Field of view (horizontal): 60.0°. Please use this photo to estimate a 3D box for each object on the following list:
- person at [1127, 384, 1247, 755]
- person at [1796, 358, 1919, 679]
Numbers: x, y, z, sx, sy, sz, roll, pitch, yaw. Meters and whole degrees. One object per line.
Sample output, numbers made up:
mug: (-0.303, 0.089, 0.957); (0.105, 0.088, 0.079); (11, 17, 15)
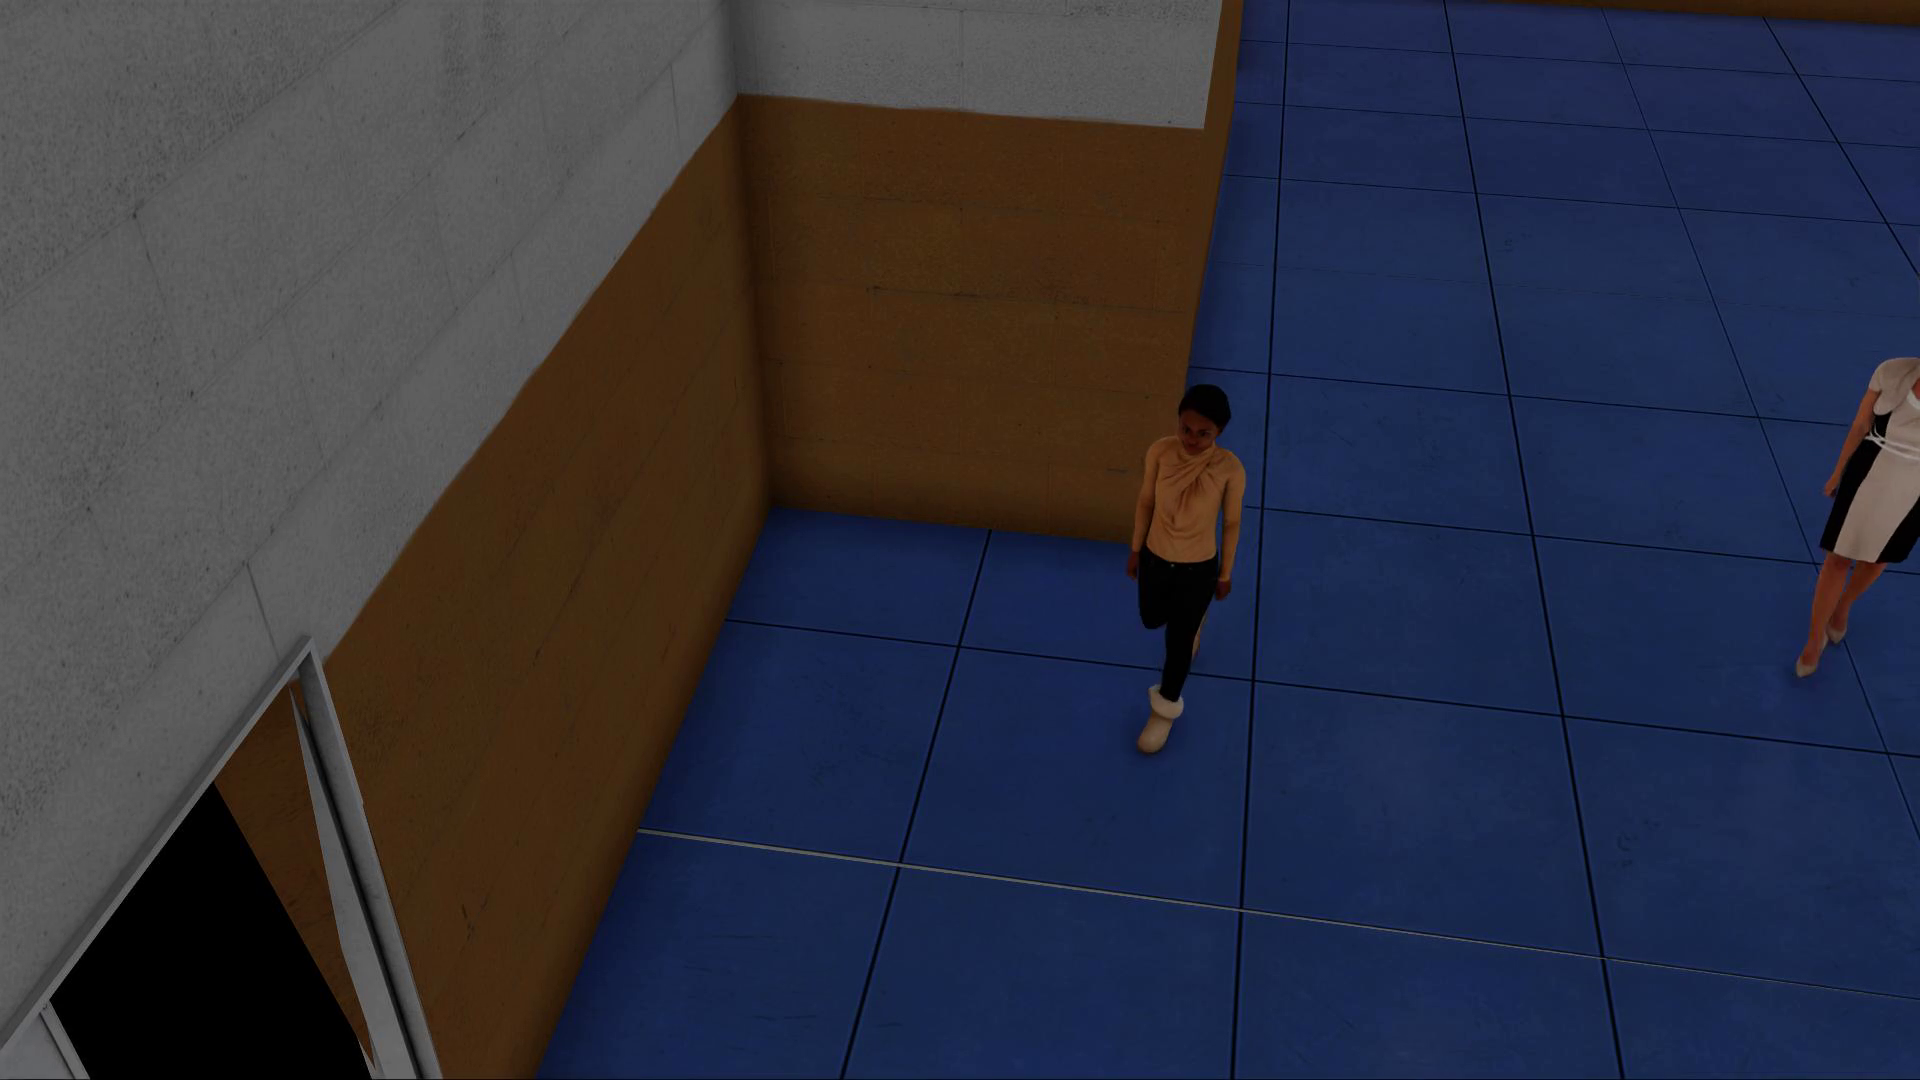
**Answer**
person: (0.921, 0.052, 6.814); (1.004, 1.642, 0.872); (18, 41, 23)
person: (4.009, -0.253, 7.146); (0.888, 1.731, 0.872); (17, 40, 21)
